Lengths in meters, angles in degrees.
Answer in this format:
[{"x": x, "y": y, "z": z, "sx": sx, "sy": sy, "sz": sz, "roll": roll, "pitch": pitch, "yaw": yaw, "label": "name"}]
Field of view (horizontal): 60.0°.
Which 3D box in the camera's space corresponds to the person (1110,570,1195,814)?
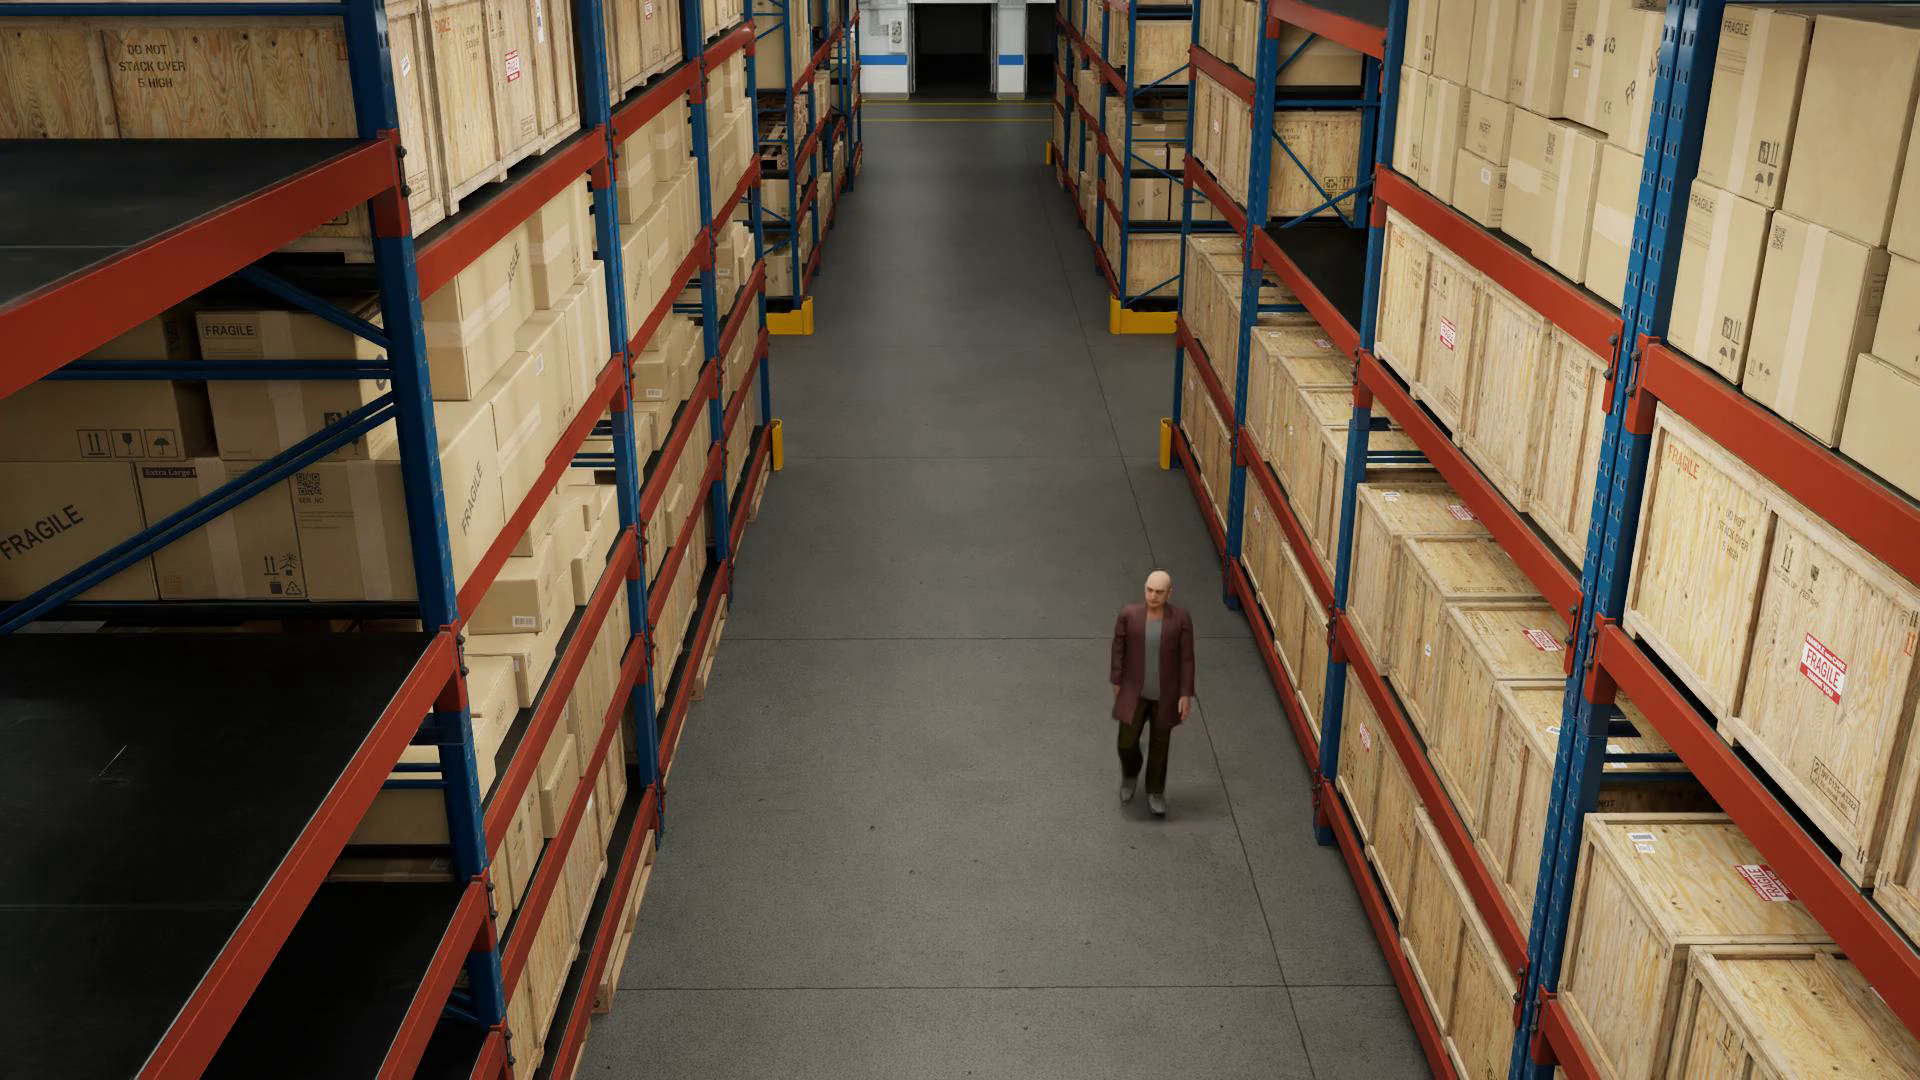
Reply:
[{"x": 1.348, "y": 1.077, "z": 11.690, "sx": 0.594, "sy": 1.778, "sz": 0.500, "roll": 3, "pitch": 22, "yaw": 6, "label": "person"}]
